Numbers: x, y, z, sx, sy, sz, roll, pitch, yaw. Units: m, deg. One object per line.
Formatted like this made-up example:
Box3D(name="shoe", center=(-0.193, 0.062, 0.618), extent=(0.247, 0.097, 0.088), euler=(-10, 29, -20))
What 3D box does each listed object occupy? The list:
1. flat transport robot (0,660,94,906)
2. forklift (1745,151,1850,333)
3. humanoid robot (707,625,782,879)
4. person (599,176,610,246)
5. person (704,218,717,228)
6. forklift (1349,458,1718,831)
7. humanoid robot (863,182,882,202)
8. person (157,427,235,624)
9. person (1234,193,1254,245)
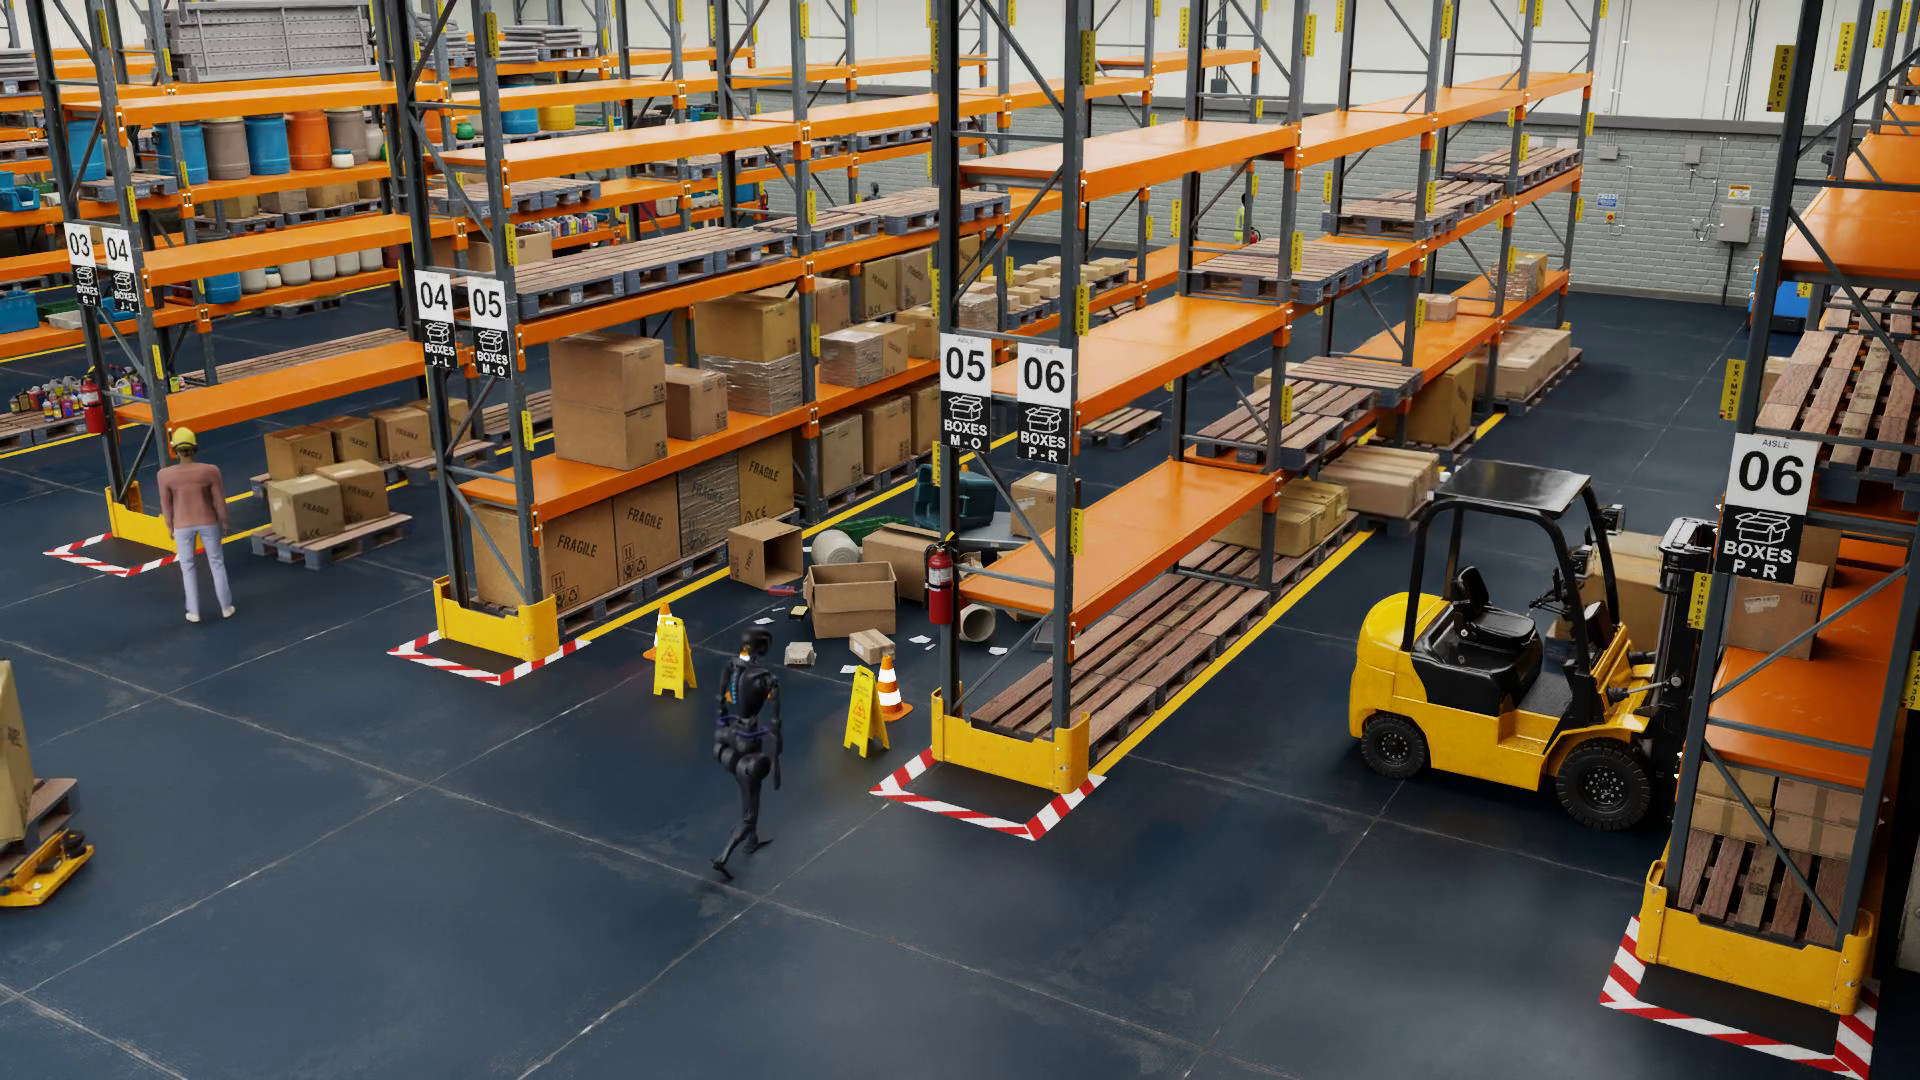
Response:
Box3D(name="flat transport robot", center=(-6.396, 2.076, 10.614), extent=(1.431, 0.231, 0.659), euler=(0, 19, 1))
Box3D(name="forklift", center=(13.620, -4.667, 26.137), extent=(1.873, 2.768, 1.129), euler=(11, 22, 29))
Box3D(name="humanoid robot", center=(-1.448, 1.340, 10.638), extent=(0.599, 1.623, 0.682), euler=(15, 24, 37))
Box3D(name="person", center=(-6.827, -6.097, 31.971), extent=(0.516, 1.752, 0.932), euler=(6, 20, 17))
Box3D(name="person", center=(-5.233, -7.064, 34.869), extent=(0.491, 1.688, 0.347), euler=(-6, 20, -18))
Box3D(name="forklift", center=(3.988, 0.658, 11.776), extent=(2.313, 2.155, 1.214), euler=(11, 22, 29))
Box3D(name="humanoid robot", center=(-1.667, -6.113, 32.182), extent=(0.589, 1.638, 0.700), euler=(-10, 21, -26))
Box3D(name="person", center=(-6.769, -0.137, 14.737), extent=(0.522, 1.757, 0.340), euler=(-9, 21, -25))
Box3D(name="person", center=(5.180, -5.512, 30.380), extent=(0.320, 1.686, 0.537), euler=(-1, 19, -3))
